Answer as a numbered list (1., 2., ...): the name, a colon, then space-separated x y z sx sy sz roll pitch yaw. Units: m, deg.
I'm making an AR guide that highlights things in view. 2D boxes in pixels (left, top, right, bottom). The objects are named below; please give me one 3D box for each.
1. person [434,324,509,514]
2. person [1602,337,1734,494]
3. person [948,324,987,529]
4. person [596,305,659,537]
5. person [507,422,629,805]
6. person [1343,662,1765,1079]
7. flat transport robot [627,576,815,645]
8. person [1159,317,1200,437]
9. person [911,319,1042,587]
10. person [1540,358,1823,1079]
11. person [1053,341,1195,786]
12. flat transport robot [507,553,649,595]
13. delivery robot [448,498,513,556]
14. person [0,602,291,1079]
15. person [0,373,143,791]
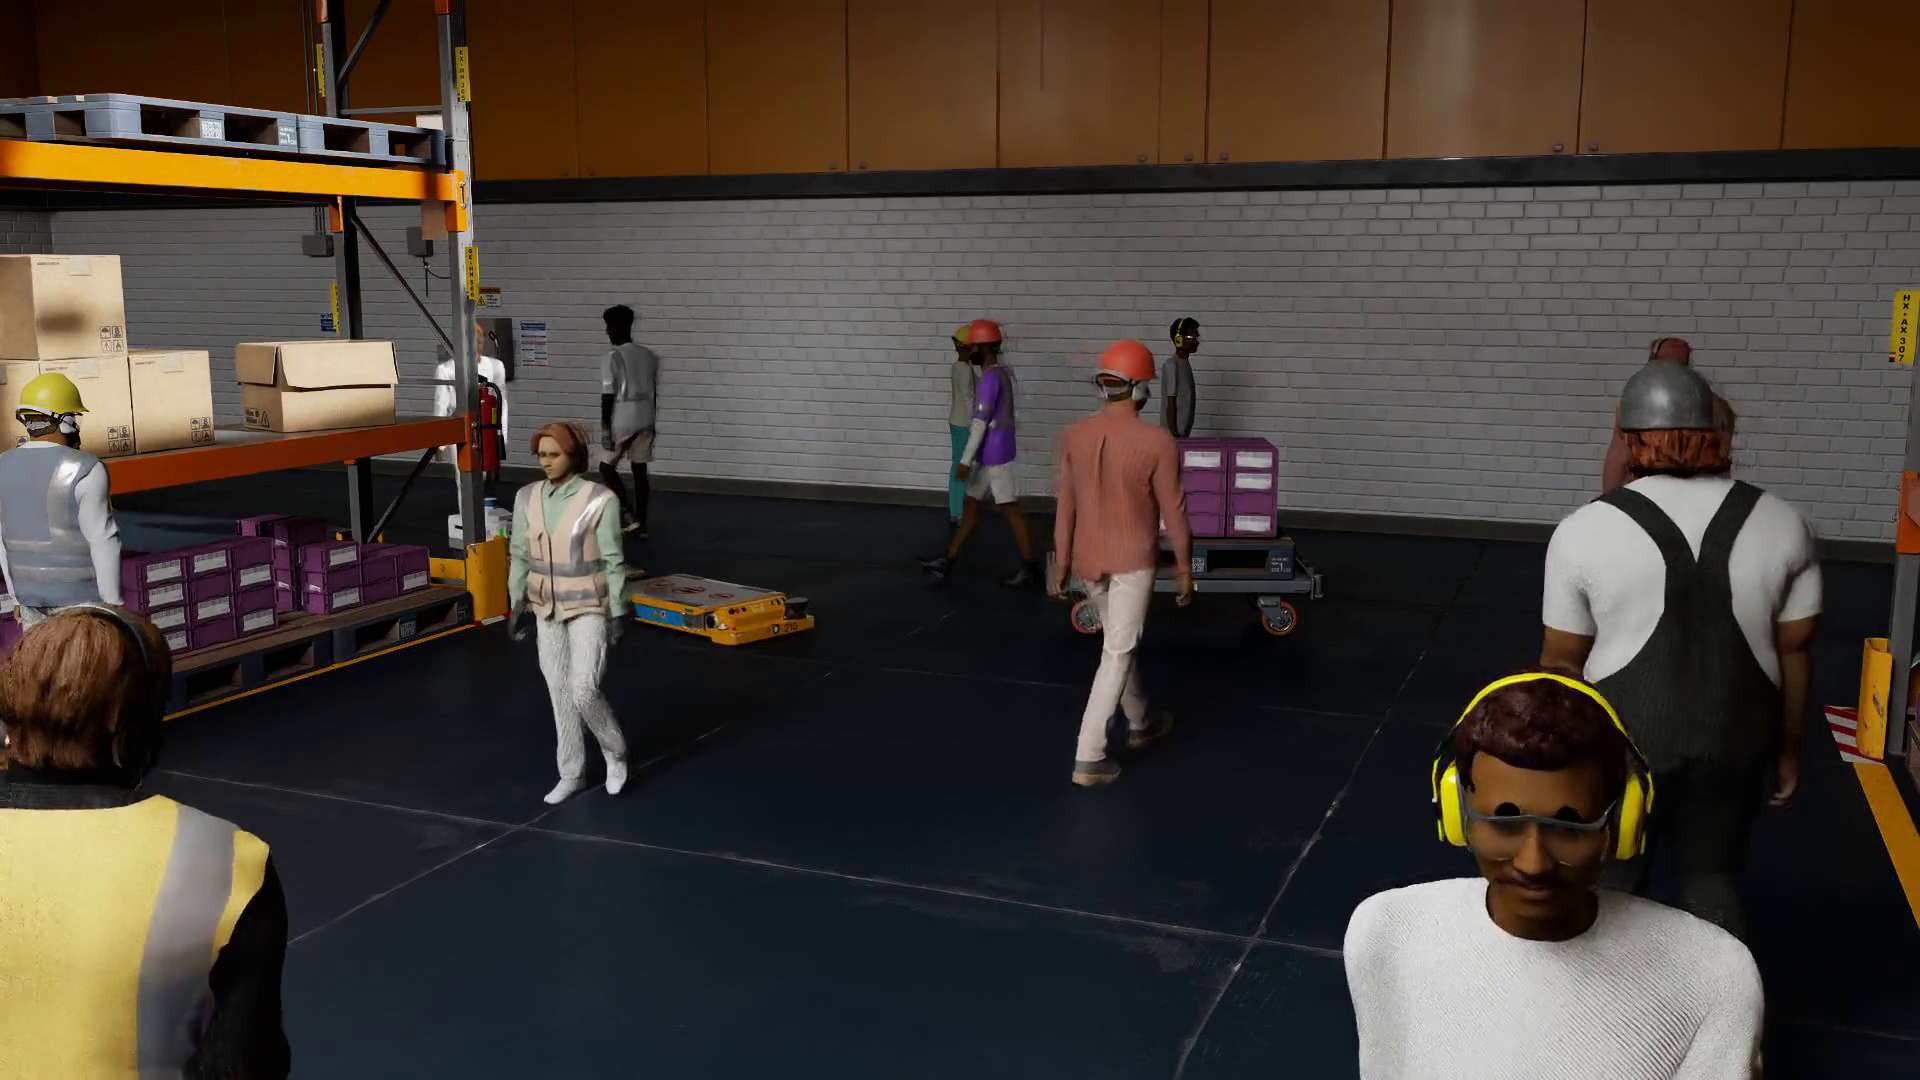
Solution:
1. person: -3.893 -0.808 13.212 0.588 1.843 0.713 -9 13 -43
2. person: 3.871 -0.165 9.112 0.659 1.883 0.472 -1 9 -4
3. person: 0.058 -0.981 14.418 0.308 1.769 0.525 -2 10 -12
4. person: -2.739 -0.971 13.811 0.399 1.954 0.650 8 12 40
5. person: -1.644 0.319 6.972 0.532 1.629 0.364 4 10 23
6. person: 0.712 1.036 2.094 0.501 1.806 1.008 3 10 19
7. flat transport robot: -1.644 0.417 10.463 1.431 0.197 0.652 8 12 40
8. person: 1.727 -0.807 13.051 0.310 1.868 0.532 3 10 18
9. person: 0.138 -0.599 11.719 0.975 1.883 0.570 0 9 3
10. person: 1.895 0.525 4.458 0.709 2.000 0.652 1 9 7
11. person: 0.755 0.079 7.482 0.636 1.940 1.001 8 13 42
12. flat transport robot: -2.721 0.254 11.451 0.652 0.197 1.431 -7 12 -36
13. delivery robot: -3.458 -0.069 12.266 0.707 0.478 0.477 8 12 39
14. person: -1.230 1.001 2.287 0.628 1.812 0.788 -3 10 -15
15. person: -3.773 0.212 7.022 0.589 1.827 0.403 3 10 18
